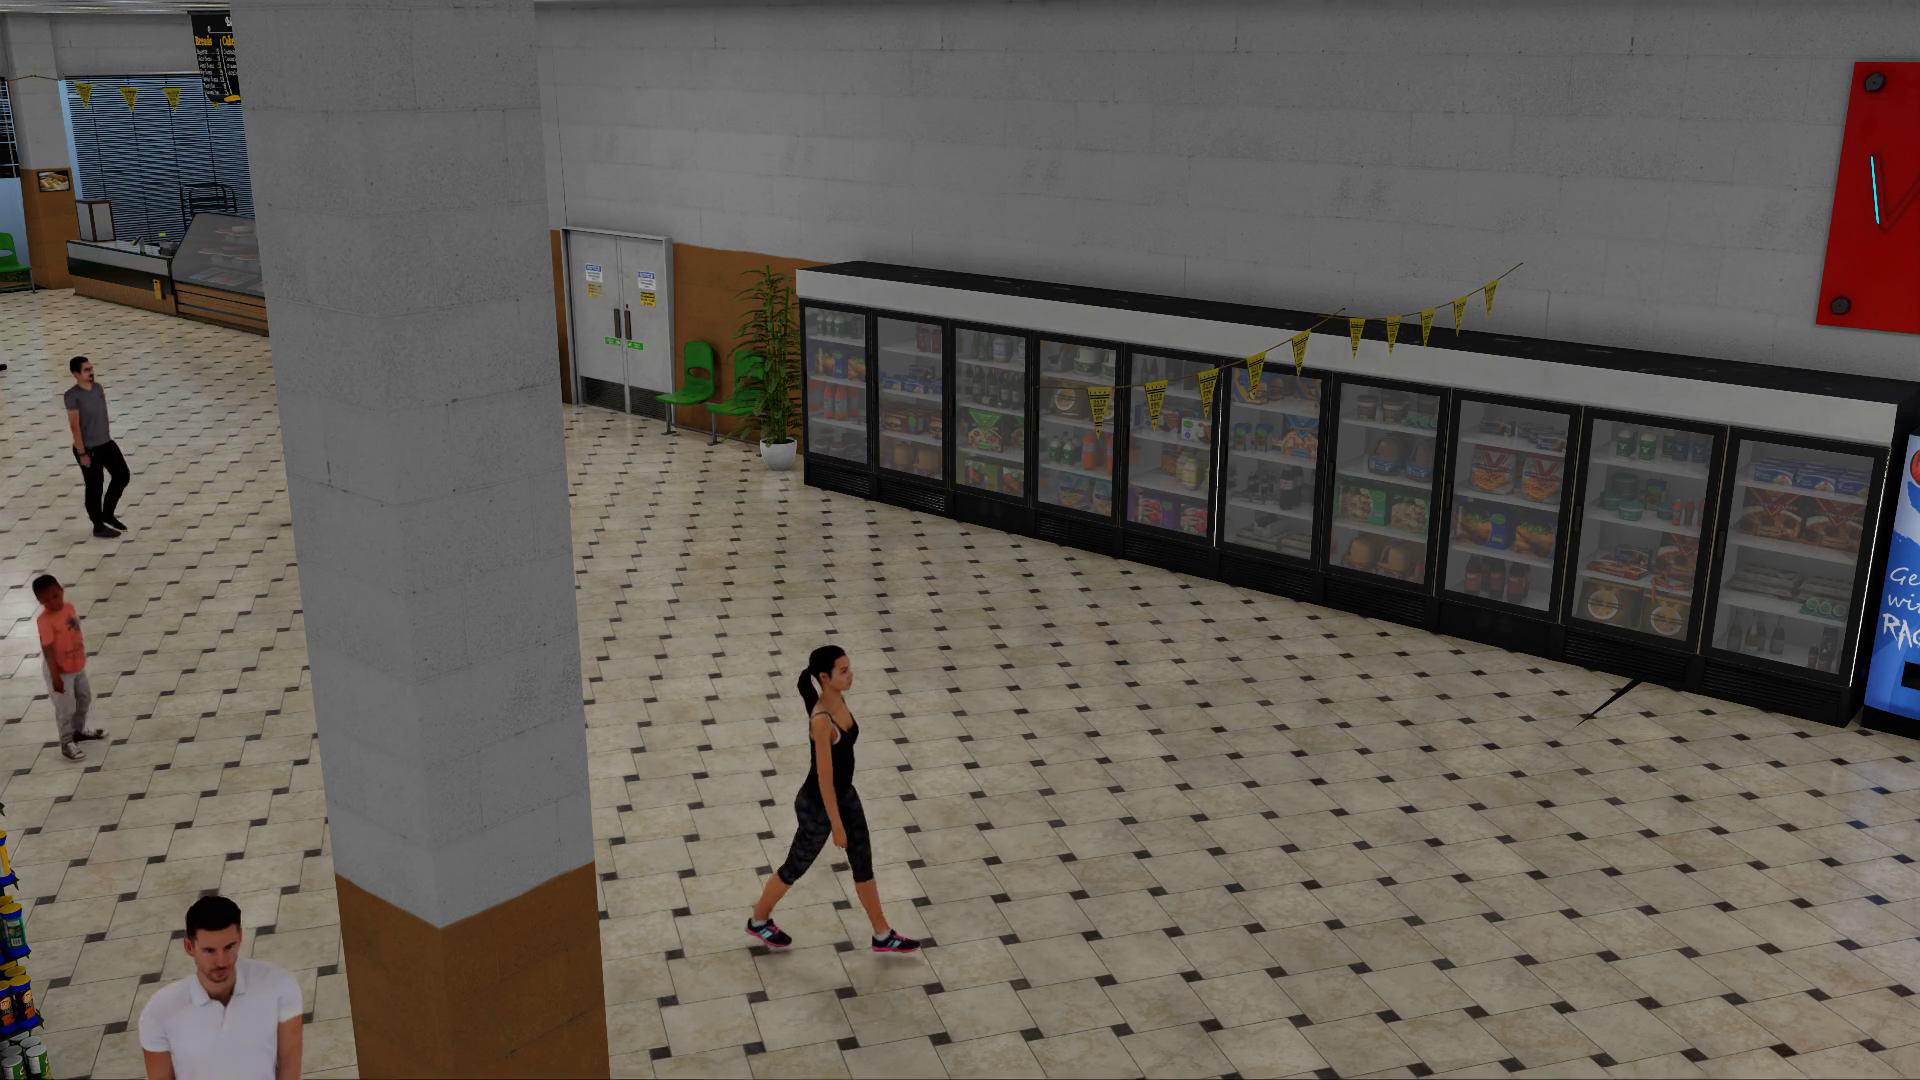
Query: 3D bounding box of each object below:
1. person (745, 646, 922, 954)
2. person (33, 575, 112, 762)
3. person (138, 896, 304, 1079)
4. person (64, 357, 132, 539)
[{"bbox_3d":[-0.776,1.368,8.478,1.018,1.673,1.170,4,17,12],"label":"person"},{"bbox_3d":[-5.908,0.823,10.937,0.743,1.286,0.623,-1,17,-2],"label":"person"},{"bbox_3d":[-2.576,2.056,5.920,0.788,1.841,0.854,-9,19,-28],"label":"person"},{"bbox_3d":[-8.269,-0.883,15.766,0.817,1.745,0.708,4,17,13],"label":"person"}]
